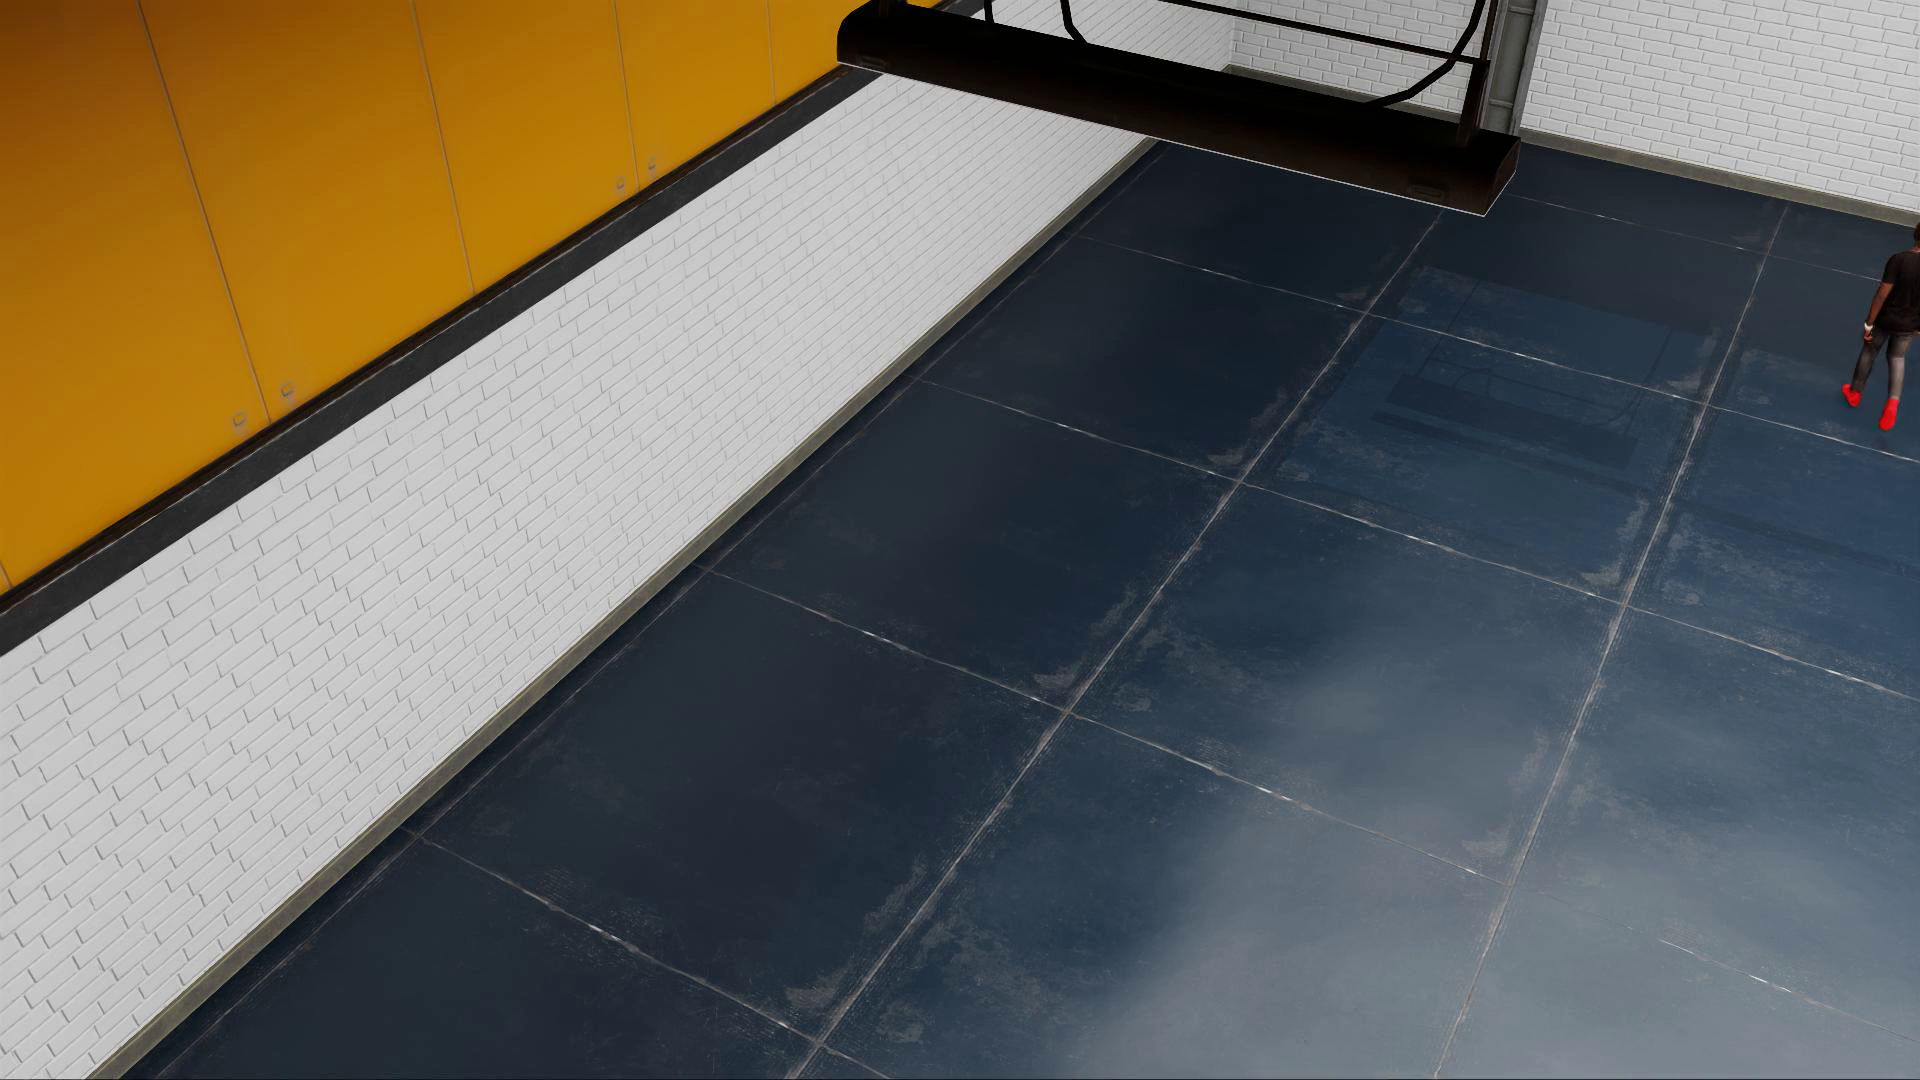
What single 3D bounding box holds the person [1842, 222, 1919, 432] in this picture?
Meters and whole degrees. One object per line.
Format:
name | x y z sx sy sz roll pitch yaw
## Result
person | 7.564 -1.723 13.374 1.074 1.787 0.934 6 39 8
